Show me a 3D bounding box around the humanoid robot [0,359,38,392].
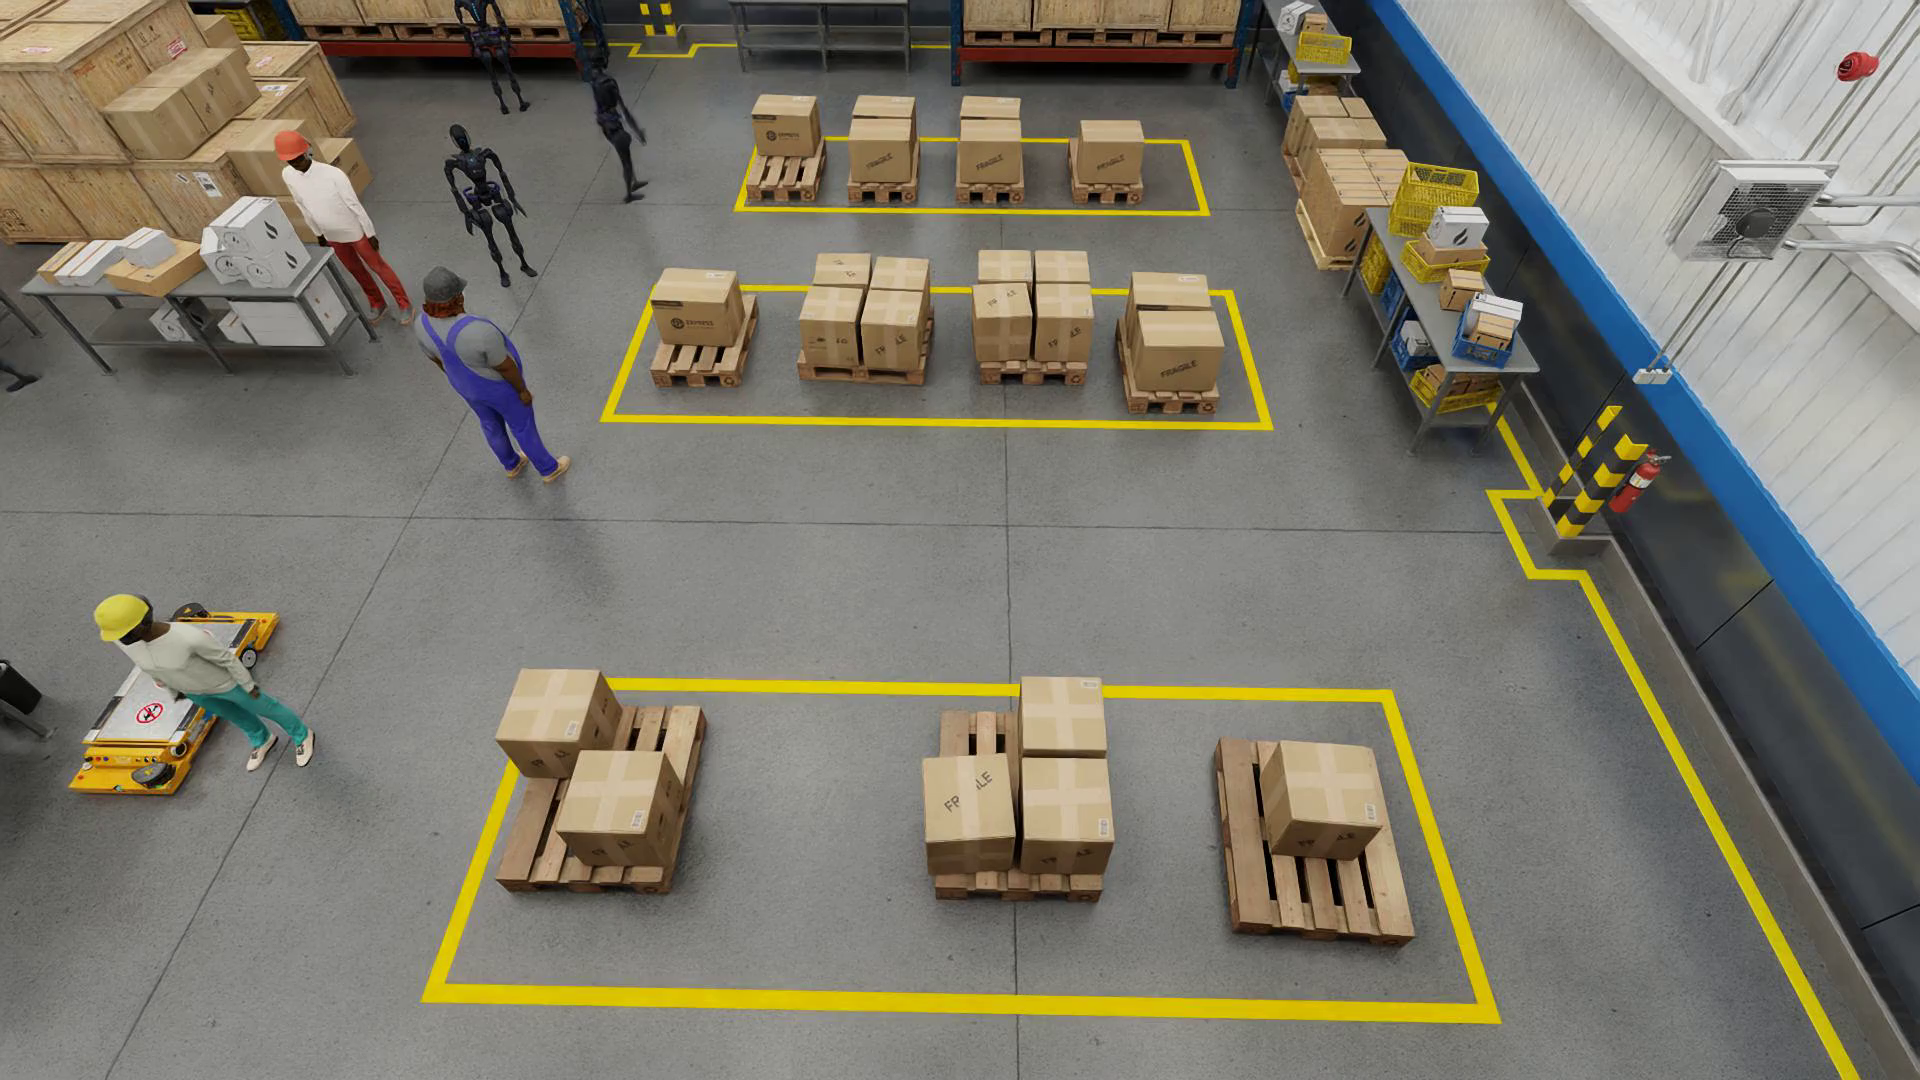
[{"bbox_3d":[-9.154,-2.019,8.166,0.559,1.627,0.657,-29,56,-22],"label":"humanoid robot"}]

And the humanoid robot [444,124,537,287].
[{"bbox_3d":[-4.770,-3.381,9.296,0.600,1.657,0.320,-31,57,-24],"label":"humanoid robot"}]

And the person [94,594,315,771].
[{"bbox_3d":[-4.606,0.895,5.627,0.523,1.769,0.324,-1,50,-1],"label":"person"}]

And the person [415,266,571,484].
[{"bbox_3d":[-3.725,-1.287,7.296,0.680,2.000,0.538,10,51,9],"label":"person"}]

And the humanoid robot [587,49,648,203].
[{"bbox_3d":[-3.900,-4.703,10.429,0.385,1.660,0.598,-36,58,-26],"label":"humanoid robot"}]

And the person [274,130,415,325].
[{"bbox_3d":[-5.874,-2.922,8.716,0.607,1.987,0.400,3,50,2],"label":"person"}]

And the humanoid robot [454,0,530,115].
[{"bbox_3d":[-6.083,-6.420,11.868,0.589,1.657,0.327,-13,51,-11],"label":"humanoid robot"}]

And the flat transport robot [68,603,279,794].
[{"bbox_3d":[-5.504,1.072,6.442,0.652,0.197,1.431,1,50,1],"label":"flat transport robot"}]
